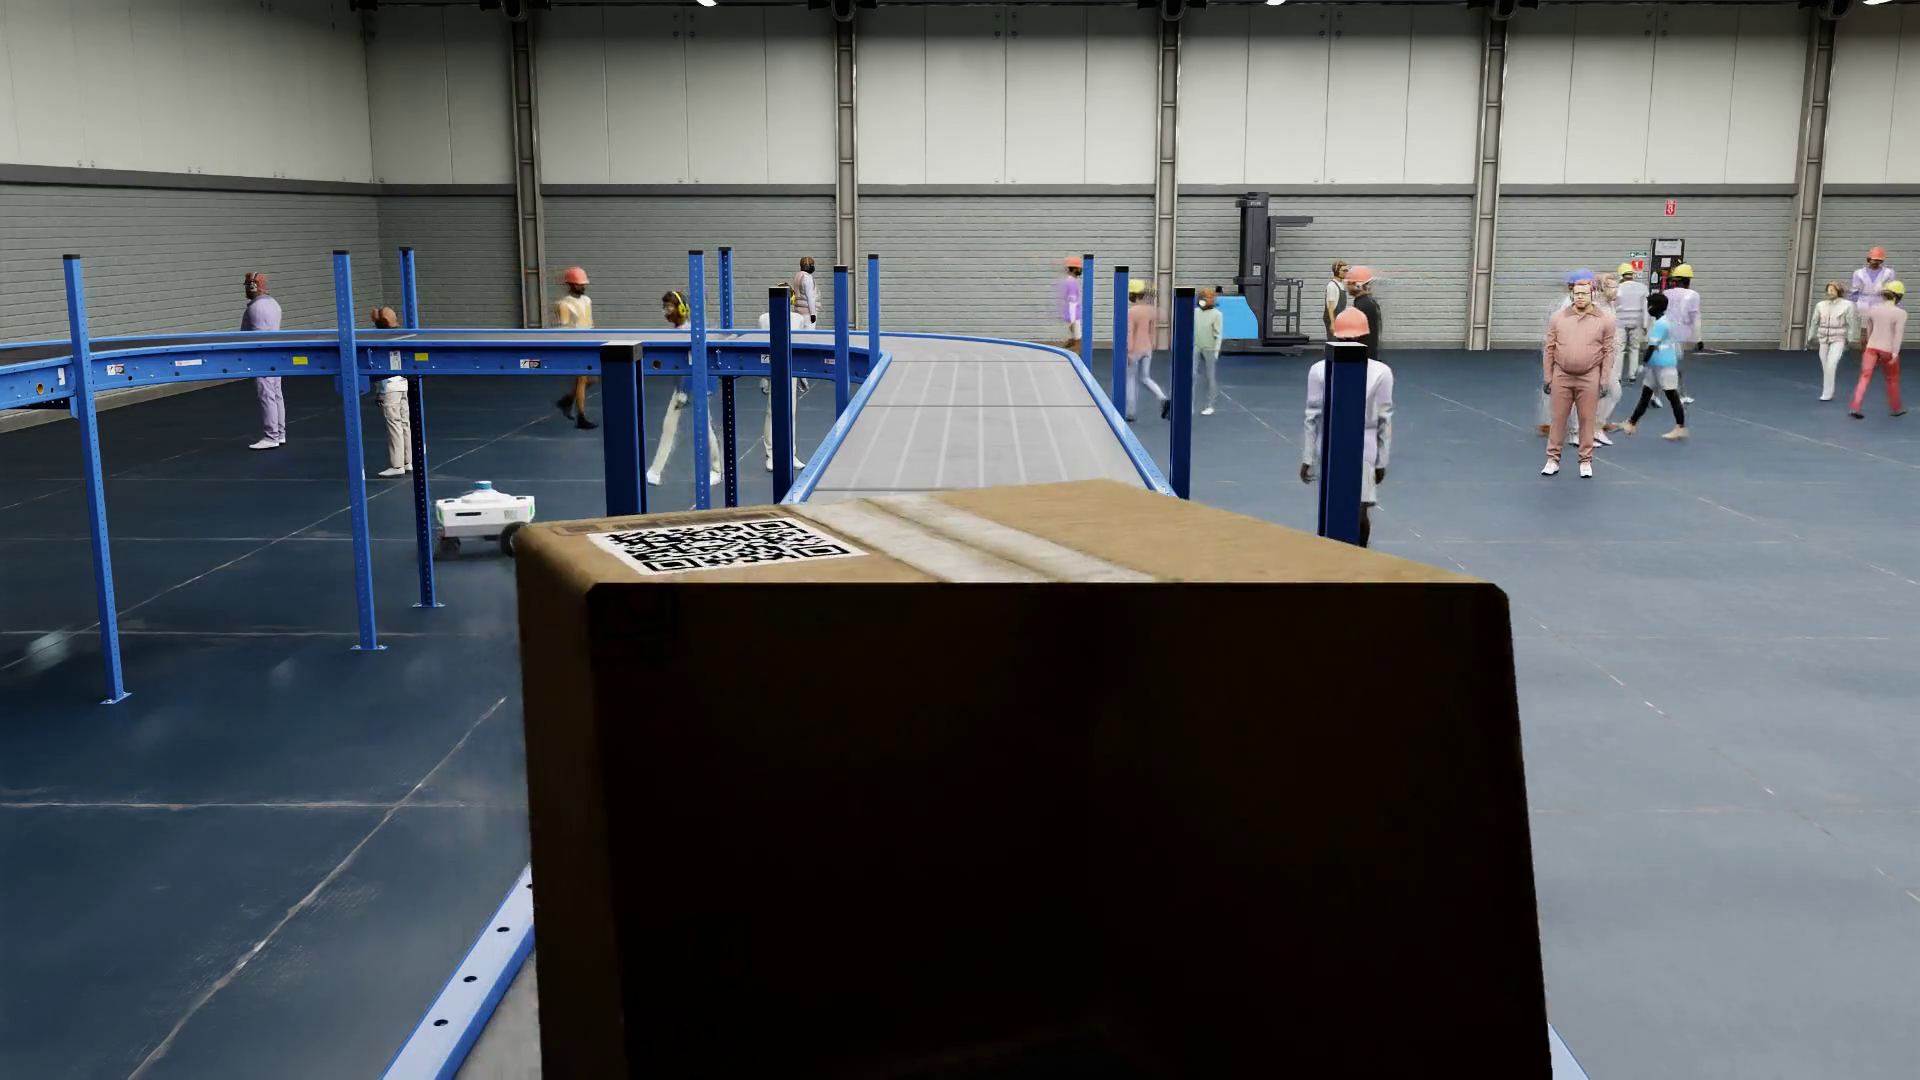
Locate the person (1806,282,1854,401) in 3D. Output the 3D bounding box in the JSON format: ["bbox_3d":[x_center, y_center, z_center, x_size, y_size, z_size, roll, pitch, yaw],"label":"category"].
[{"bbox_3d":[11.794,-2.689,22.627,0.718,1.609,0.550,-8,14,-36],"label":"person"}]

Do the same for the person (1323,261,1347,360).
[{"bbox_3d":[5.652,-3.269,25.026,0.347,1.847,0.505,6,12,27],"label":"person"}]

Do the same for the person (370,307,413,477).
[{"bbox_3d":[-5.522,-1.441,16.166,0.309,1.640,0.513,1,11,4],"label":"person"}]

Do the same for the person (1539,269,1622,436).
[{"bbox_3d":[7.063,-2.096,18.823,0.941,1.903,0.607,9,14,38],"label":"person"}]

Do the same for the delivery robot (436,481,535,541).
[{"bbox_3d":[-3.547,-0.199,12.444,0.707,0.478,0.477,-3,11,-15],"label":"delivery robot"}]

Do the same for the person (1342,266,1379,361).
[{"bbox_3d":[4.281,-1.949,17.898,0.448,1.975,0.646,3,11,16],"label":"person"}]

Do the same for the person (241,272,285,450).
[{"bbox_3d":[-7.595,-1.949,18.085,0.407,1.910,0.638,-1,11,-5],"label":"person"}]

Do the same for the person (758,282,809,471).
[{"bbox_3d":[-1.753,-1.626,16.556,0.521,1.860,0.328,-7,13,-31],"label":"person"}]

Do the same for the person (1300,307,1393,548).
[{"bbox_3d":[2.517,-0.555,10.880,0.553,1.922,0.400,4,12,21],"label":"person"}]

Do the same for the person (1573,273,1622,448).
[{"bbox_3d":[6.967,-1.939,18.070,0.543,1.887,0.679,8,14,36],"label":"person"}]

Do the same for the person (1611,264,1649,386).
[{"bbox_3d":[9.969,-3.221,24.908,0.619,1.809,0.442,1,11,7],"label":"person"}]

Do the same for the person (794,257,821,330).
[{"bbox_3d":[-2.524,-3.771,27.621,0.429,1.844,0.626,-5,12,-25],"label":"person"}]

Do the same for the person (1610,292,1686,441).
[{"bbox_3d":[7.835,-1.962,18.790,0.872,1.636,0.554,5,12,24],"label":"person"}]

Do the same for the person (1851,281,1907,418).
[{"bbox_3d":[11.574,-2.386,20.857,0.958,1.712,0.524,-7,13,-32],"label":"person"}]

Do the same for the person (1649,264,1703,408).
[{"bbox_3d":[9.496,-2.712,22.097,0.984,1.886,0.586,-6,12,-27],"label":"person"}]

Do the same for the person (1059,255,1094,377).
[{"bbox_3d":[1.688,-3.483,25.958,0.757,1.918,0.549,0,11,-2],"label":"person"}]

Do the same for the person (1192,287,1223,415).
[{"bbox_3d":[3.028,-2.367,20.970,0.515,1.606,0.681,9,14,37],"label":"person"}]

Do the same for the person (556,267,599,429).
[{"bbox_3d":[-4.583,-2.294,19.836,0.541,1.914,0.559,5,12,23],"label":"person"}]

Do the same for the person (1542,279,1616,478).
[{"bbox_3d":[5.981,-1.570,16.139,0.642,1.909,0.410,5,12,25],"label":"person"}]

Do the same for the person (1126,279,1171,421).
[{"bbox_3d":[2.243,-2.315,20.371,0.533,1.752,0.651,-11,15,-44],"label":"person"}]

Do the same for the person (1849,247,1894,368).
[{"bbox_3d":[15.067,-3.837,27.523,0.662,2.001,0.685,6,13,28],"label":"person"}]

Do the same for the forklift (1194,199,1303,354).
[{"bbox_3d":[5.313,-4.851,30.603,1.873,2.768,1.129,0,11,1],"label":"forklift"}]

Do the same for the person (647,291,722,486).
[{"bbox_3d":[-2.595,-1.382,15.430,0.975,1.811,0.558,-10,15,-41],"label":"person"}]
